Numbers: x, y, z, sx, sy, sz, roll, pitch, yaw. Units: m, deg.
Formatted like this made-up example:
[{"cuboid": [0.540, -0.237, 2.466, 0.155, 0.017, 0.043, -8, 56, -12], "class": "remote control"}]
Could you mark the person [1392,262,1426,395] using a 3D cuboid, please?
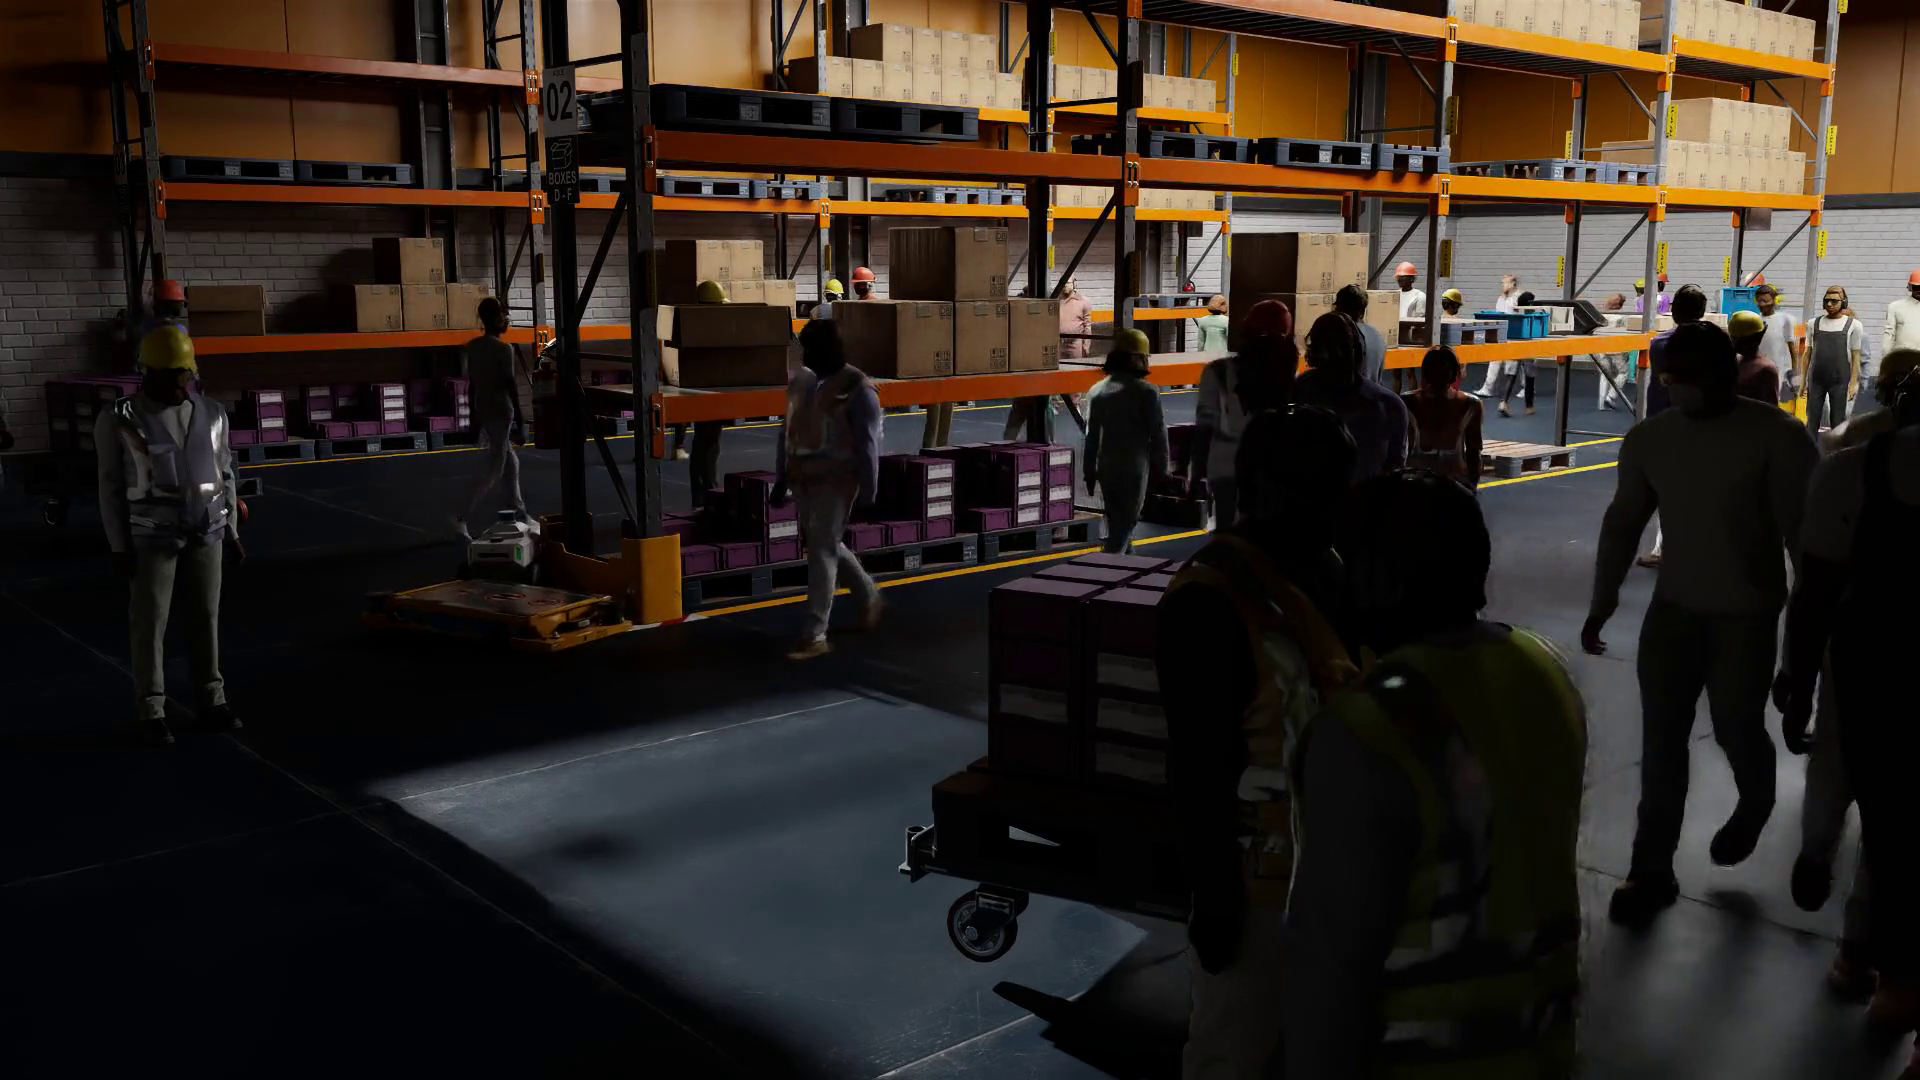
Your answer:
[{"cuboid": [5.851, -2.634, 21.942, 0.364, 2.048, 0.611, -7, 12, -35], "class": "person"}]

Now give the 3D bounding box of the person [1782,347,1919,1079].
[{"cuboid": [2.482, 0.387, 4.277, 0.708, 2.000, 0.995, 8, 13, 40], "class": "person"}]

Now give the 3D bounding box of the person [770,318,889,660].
[{"cuboid": [-0.683, -0.297, 9.051, 0.627, 1.816, 0.891, 9, 13, 43], "class": "person"}]

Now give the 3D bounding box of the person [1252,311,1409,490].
[{"cuboid": [1.480, 0.040, 6.699, 0.653, 1.906, 0.405, 0, 10, 2], "class": "person"}]

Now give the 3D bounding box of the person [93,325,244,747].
[{"cuboid": [-3.448, -0.026, 7.319, 0.403, 1.826, 0.588, 8, 13, 40], "class": "person"}]

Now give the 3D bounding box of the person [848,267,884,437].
[{"cuboid": [-1.114, -2.190, 19.490, 0.389, 1.992, 0.625, -9, 13, -41], "class": "person"}]

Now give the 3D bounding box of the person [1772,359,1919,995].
[{"cuboid": [2.748, 0.363, 4.932, 0.612, 1.865, 0.604, 4, 10, 21], "class": "person"}]

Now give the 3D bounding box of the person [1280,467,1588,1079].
[{"cuboid": [0.731, 0.801, 2.551, 0.653, 1.819, 0.490, -9, 13, -43], "class": "person"}]

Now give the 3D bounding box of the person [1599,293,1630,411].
[{"cuboid": [8.962, -2.566, 22.776, 0.373, 1.623, 0.546, -6, 11, -32], "class": "person"}]

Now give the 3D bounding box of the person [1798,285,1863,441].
[{"cuboid": [8.324, -1.510, 15.950, 0.510, 1.846, 0.341, 8, 13, 41], "class": "person"}]

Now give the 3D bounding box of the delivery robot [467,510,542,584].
[{"cuboid": [-2.784, 0.059, 10.257, 0.477, 0.478, 0.707, 0, 10, -1], "class": "delivery robot"}]

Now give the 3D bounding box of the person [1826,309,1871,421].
[{"cuboid": [9.276, -1.647, 17.508, 0.499, 1.585, 0.739, 4, 11, 24], "class": "person"}]

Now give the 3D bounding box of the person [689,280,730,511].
[{"cuboid": [-2.036, -1.140, 13.541, 0.370, 1.929, 0.585, -5, 11, -29], "class": "person"}]

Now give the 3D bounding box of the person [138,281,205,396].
[{"cuboid": [-6.896, -1.336, 14.760, 0.576, 1.896, 0.915, 6, 12, 33], "class": "person"}]

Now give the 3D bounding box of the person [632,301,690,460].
[{"cuboid": [-3.060, -1.649, 17.320, 0.735, 1.655, 0.324, -1, 10, -7], "class": "person"}]

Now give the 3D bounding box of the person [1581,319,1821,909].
[{"cuboid": [2.469, 0.245, 5.451, 0.838, 1.919, 0.728, -7, 12, -37], "class": "person"}]

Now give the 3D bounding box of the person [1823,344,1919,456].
[{"cuboid": [3.847, 0.083, 6.885, 0.965, 1.753, 0.602, -9, 13, -41], "class": "person"}]

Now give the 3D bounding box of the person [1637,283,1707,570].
[{"cuboid": [4.888, -0.755, 11.257, 0.627, 1.941, 0.370, -3, 10, -16], "class": "person"}]

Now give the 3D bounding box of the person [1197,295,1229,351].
[{"cuboid": [3.278, -2.322, 21.319, 0.501, 1.633, 0.285, 7, 12, 35], "class": "person"}]

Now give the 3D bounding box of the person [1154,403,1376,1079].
[{"cuboid": [0.651, 0.647, 3.339, 0.429, 1.844, 0.627, 8, 12, 39], "class": "person"}]

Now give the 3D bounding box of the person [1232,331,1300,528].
[{"cuboid": [1.005, 0.188, 5.975, 0.855, 1.851, 0.579, 3, 10, 17], "class": "person"}]

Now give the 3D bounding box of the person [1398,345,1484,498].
[{"cuboid": [2.644, -0.270, 9.292, 0.512, 1.641, 0.307, 2, 10, 10], "class": "person"}]

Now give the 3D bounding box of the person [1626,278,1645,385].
[{"cuboid": [11.248, -3.455, 27.567, 0.317, 1.769, 0.522, 3, 10, 17], "class": "person"}]

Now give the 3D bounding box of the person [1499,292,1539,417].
[{"cuboid": [7.409, -2.453, 22.010, 0.537, 1.664, 0.844, 8, 12, 39], "class": "person"}]

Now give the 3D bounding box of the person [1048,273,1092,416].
[{"cuboid": [1.405, -2.561, 21.925, 0.639, 1.910, 0.407, 2, 10, 12], "class": "person"}]

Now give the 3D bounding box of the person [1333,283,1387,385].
[{"cuboid": [2.660, -0.776, 11.379, 0.359, 1.938, 0.635, 9, 13, 41], "class": "person"}]

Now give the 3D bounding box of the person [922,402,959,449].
[{"cuboid": [-0.182, -1.422, 16.059, 0.268, 1.631, 0.509, 8, 12, 38], "class": "person"}]

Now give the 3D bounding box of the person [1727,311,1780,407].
[{"cuboid": [5.331, -0.680, 11.351, 0.337, 1.759, 0.524, -2, 10, -11], "class": "person"}]

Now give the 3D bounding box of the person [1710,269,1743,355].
[{"cuboid": [12.099, -3.309, 26.133, 0.607, 1.965, 0.366, 8, 12, 38], "class": "person"}]

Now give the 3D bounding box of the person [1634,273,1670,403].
[{"cuboid": [9.948, -2.904, 23.843, 0.362, 1.938, 0.545, -5, 11, -27], "class": "person"}]

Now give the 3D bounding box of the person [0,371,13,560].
[{"cuboid": [-7.002, -0.802, 11.635, 0.621, 1.901, 0.620, 4, 11, 24], "class": "person"}]

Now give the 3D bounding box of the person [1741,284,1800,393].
[{"cuboid": [8.153, -1.665, 16.863, 0.688, 1.837, 0.557, -7, 12, -37], "class": "person"}]

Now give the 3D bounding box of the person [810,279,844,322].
[{"cuboid": [-1.577, -2.344, 20.868, 0.602, 1.830, 0.404, 3, 10, 19], "class": "person"}]

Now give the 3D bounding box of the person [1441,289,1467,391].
[{"cuboid": [5.478, -1.936, 18.704, 0.332, 1.759, 0.523, -7, 12, -37], "class": "person"}]

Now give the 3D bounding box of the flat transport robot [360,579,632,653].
[{"cuboid": [-2.614, 0.405, 9.342, 1.431, 0.197, 0.652, 5, 11, 29], "class": "flat transport robot"}]

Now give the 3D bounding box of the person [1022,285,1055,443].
[{"cuboid": [0.807, -1.732, 17.273, 0.389, 1.838, 0.564, 7, 12, 36], "class": "person"}]

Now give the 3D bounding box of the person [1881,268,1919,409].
[{"cuboid": [10.613, -2.024, 18.528, 0.623, 1.989, 0.400, 3, 10, 19], "class": "person"}]

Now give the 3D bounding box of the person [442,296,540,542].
[{"cuboid": [-3.522, -0.911, 12.493, 0.528, 1.837, 0.918, 8, 13, 40], "class": "person"}]

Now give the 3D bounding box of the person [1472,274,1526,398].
[{"cuboid": [8.237, -3.056, 24.970, 0.989, 1.859, 0.652, -4, 11, -23], "class": "person"}]

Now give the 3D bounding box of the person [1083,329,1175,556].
[{"cuboid": [1.028, -0.414, 9.999, 0.485, 1.690, 0.908, 8, 12, 38], "class": "person"}]

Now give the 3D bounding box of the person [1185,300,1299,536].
[{"cuboid": [1.524, -0.342, 8.965, 0.607, 1.892, 0.425, 0, 10, -1], "class": "person"}]

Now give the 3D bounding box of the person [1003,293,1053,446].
[{"cuboid": [0.580, -1.157, 13.970, 0.971, 1.823, 0.540, -8, 13, -39], "class": "person"}]

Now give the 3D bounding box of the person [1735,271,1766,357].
[{"cuboid": [10.045, -2.434, 21.120, 0.387, 1.931, 0.544, -8, 13, -41], "class": "person"}]
